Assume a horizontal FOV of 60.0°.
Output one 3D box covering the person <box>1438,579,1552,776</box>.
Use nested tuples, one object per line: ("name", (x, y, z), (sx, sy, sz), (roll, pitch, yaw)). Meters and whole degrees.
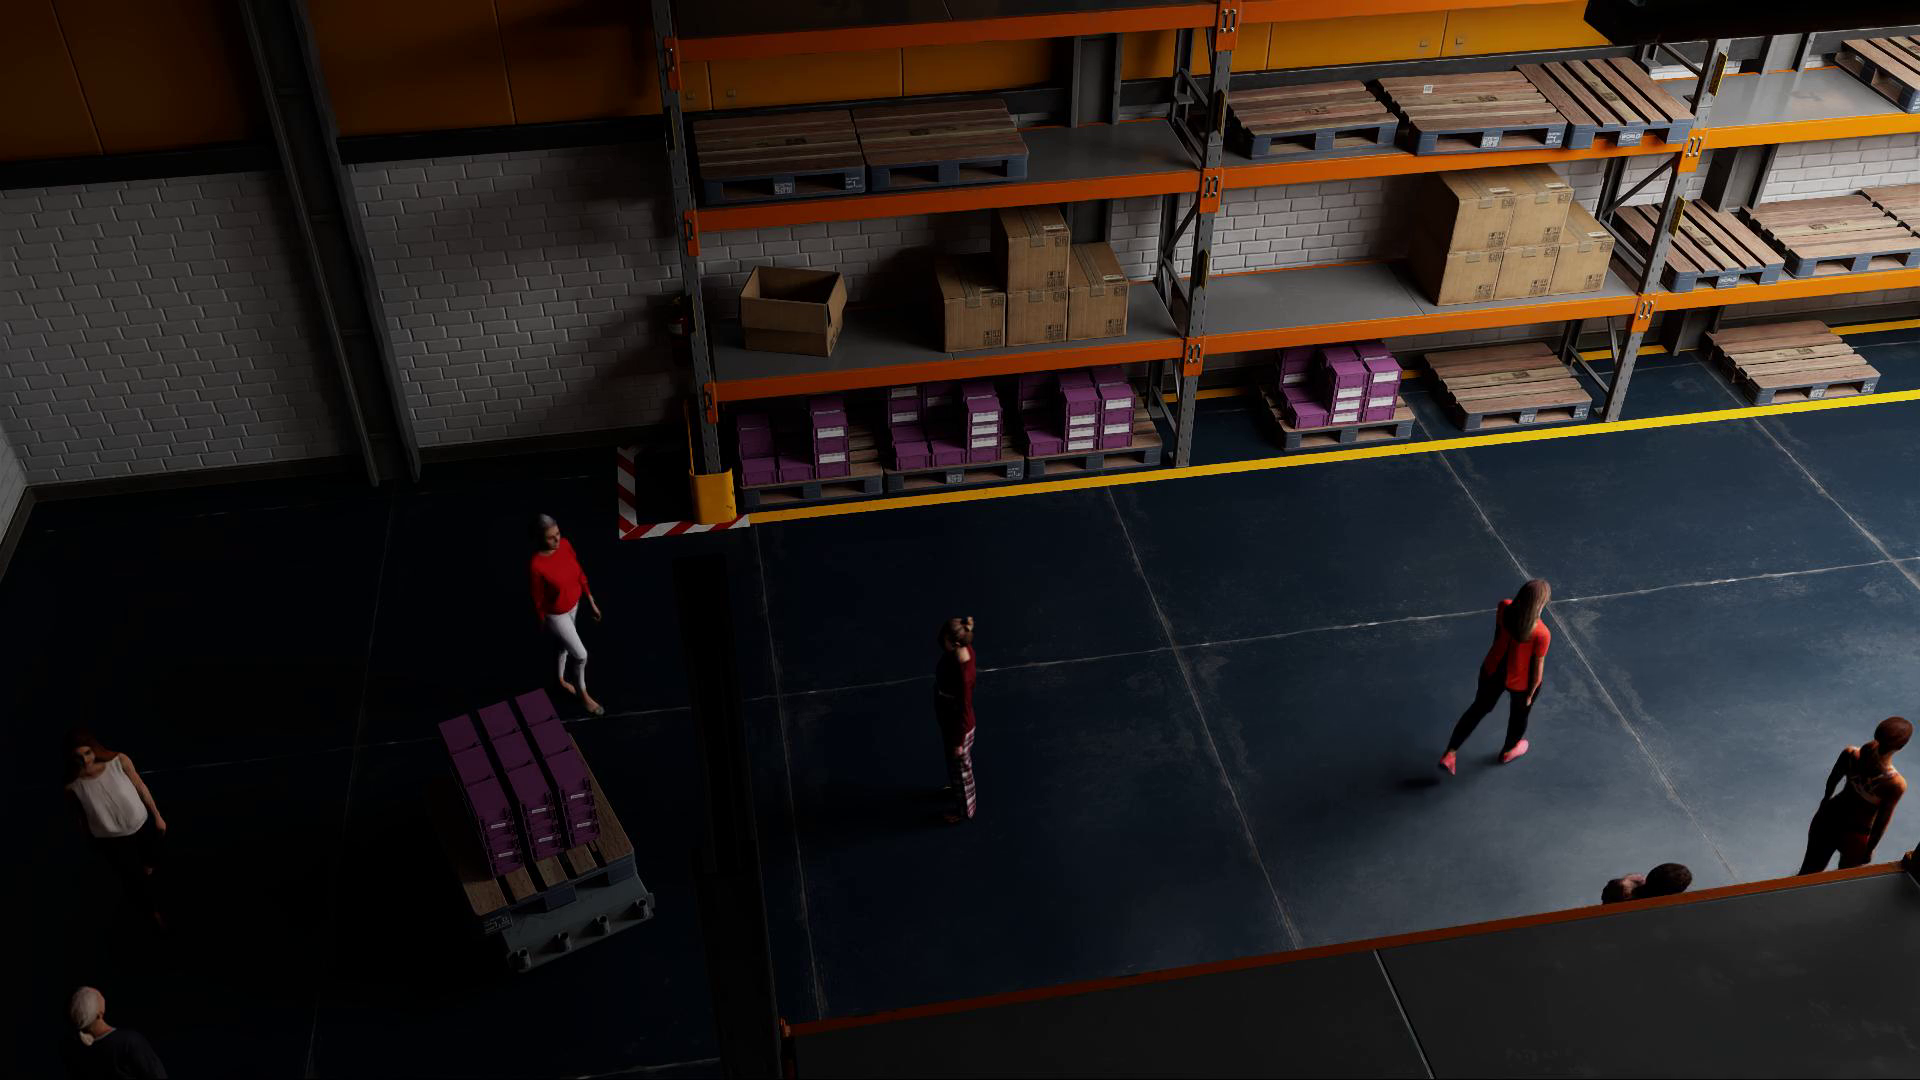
("person", (3.604, 0.945, 11.108), (1.133, 1.670, 0.915), (-26, 45, -28))

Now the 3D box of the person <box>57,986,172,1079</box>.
("person", (-4.297, 2.892, 8.626), (0.492, 1.726, 0.686), (-2, 39, -3))

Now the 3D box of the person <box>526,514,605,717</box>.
("person", (-2.879, 0.469, 11.701), (0.860, 1.675, 0.773), (17, 42, 20))

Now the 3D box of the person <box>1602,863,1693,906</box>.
("person", (3.565, 2.432, 9.117), (0.798, 1.833, 0.816), (-13, 40, -16))

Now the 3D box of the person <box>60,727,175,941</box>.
("person", (-5.123, 1.700, 10.135), (0.934, 1.706, 0.891), (-21, 43, -25))

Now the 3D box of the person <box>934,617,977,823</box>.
("person", (-0.023, 1.159, 10.818), (0.507, 1.699, 0.633), (-4, 39, -5))

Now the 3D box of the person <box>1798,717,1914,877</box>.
("person", (5.243, 1.788, 9.979), (1.120, 1.762, 0.885), (-23, 44, -26))
